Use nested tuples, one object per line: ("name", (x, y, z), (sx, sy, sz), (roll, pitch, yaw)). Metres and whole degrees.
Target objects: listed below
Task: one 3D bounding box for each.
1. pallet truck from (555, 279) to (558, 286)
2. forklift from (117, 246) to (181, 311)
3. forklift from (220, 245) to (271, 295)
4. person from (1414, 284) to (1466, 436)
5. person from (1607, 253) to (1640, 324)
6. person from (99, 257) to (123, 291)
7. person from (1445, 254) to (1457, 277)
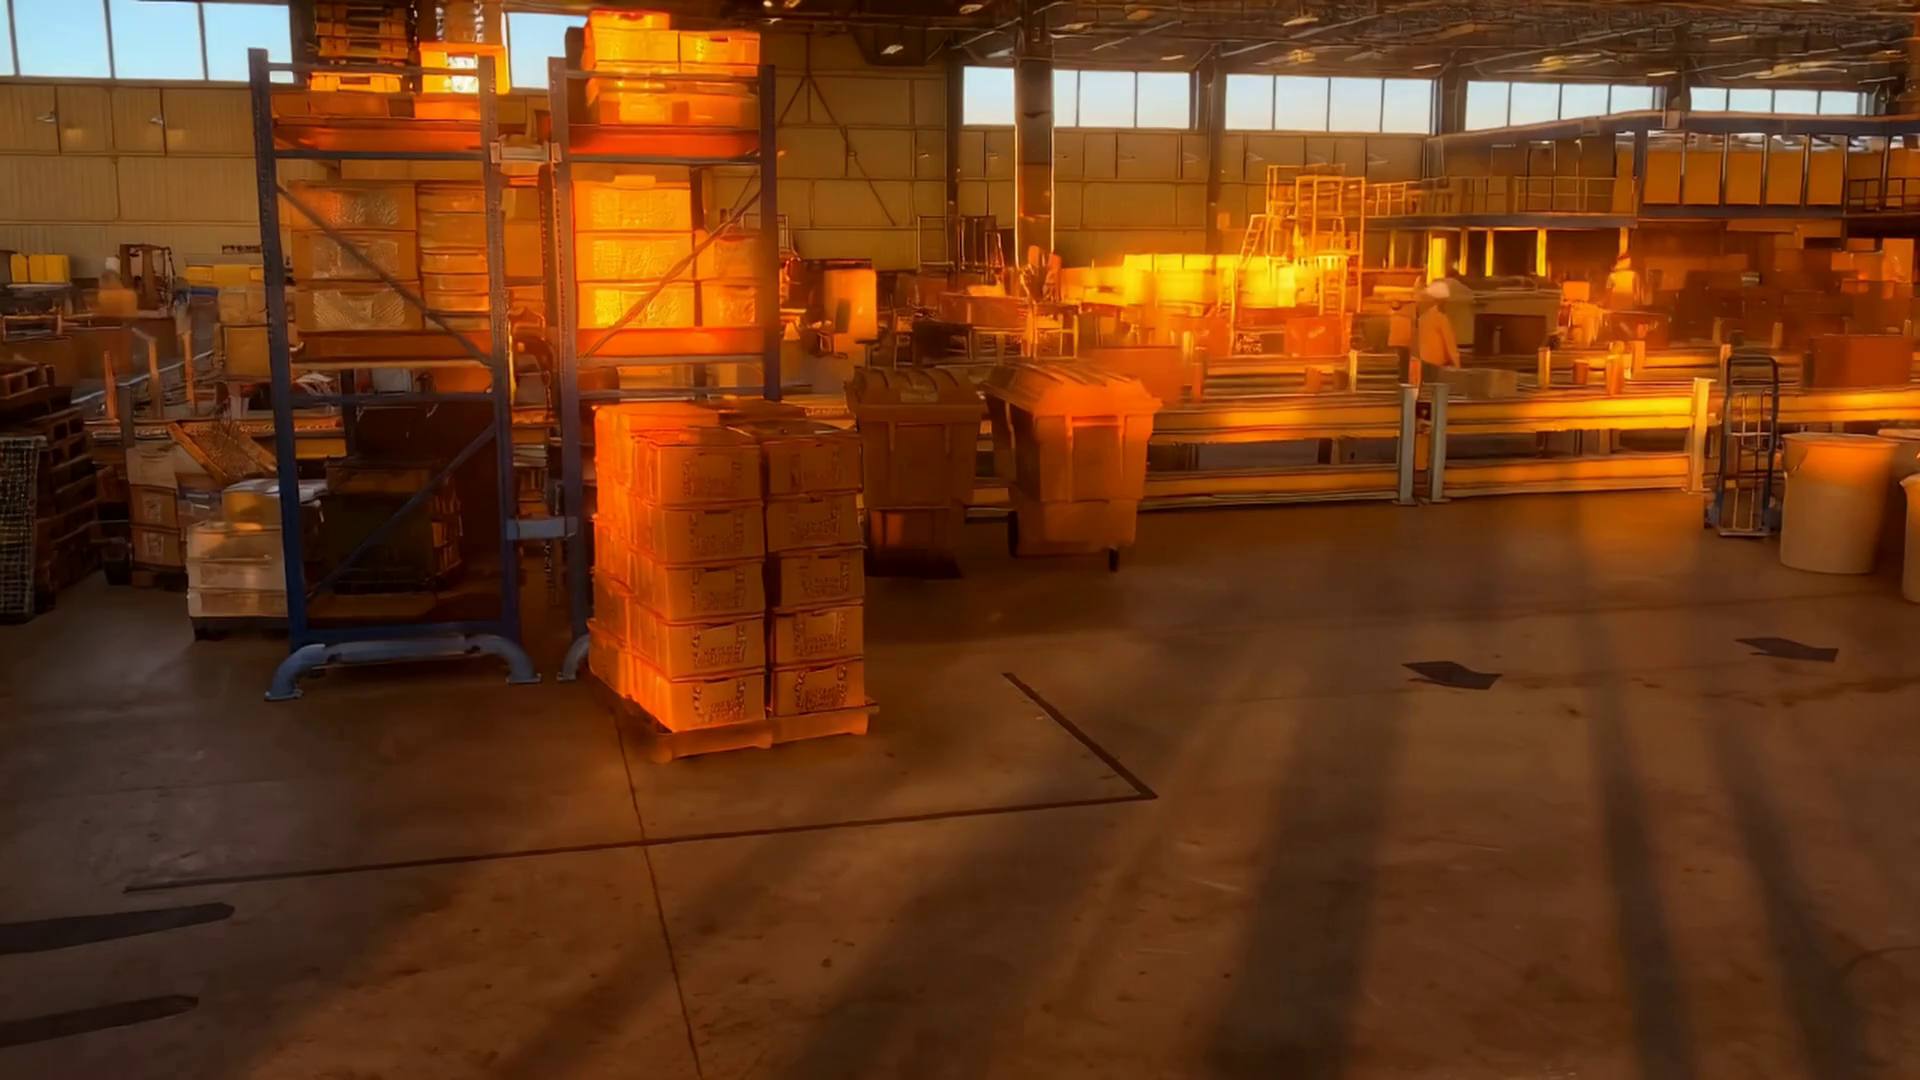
("pallet truck", (-10.604, -6.375, 44.520), (0.653, 1.274, 1.630), (-3, 10, -15))
("forklift", (-19.966, -6.232, 40.894), (1.157, 1.987, 2.680), (-3, 10, -15))
("forklift", (-17.749, -6.334, 41.440), (1.157, 1.987, 2.680), (-3, 10, -17))
("person", (5.210, -1.941, 18.251), (0.923, 1.718, 0.527), (-2, 10, -9))
("person", (12.811, -4.512, 32.011), (0.624, 2.007, 0.895), (-1, 10, -4))
("person", (-17.877, -4.994, 35.025), (0.647, 1.895, 0.528), (8, 13, 37))
("person", (15.902, -8.318, 53.900), (0.583, 1.879, 0.347), (-8, 13, -39))
